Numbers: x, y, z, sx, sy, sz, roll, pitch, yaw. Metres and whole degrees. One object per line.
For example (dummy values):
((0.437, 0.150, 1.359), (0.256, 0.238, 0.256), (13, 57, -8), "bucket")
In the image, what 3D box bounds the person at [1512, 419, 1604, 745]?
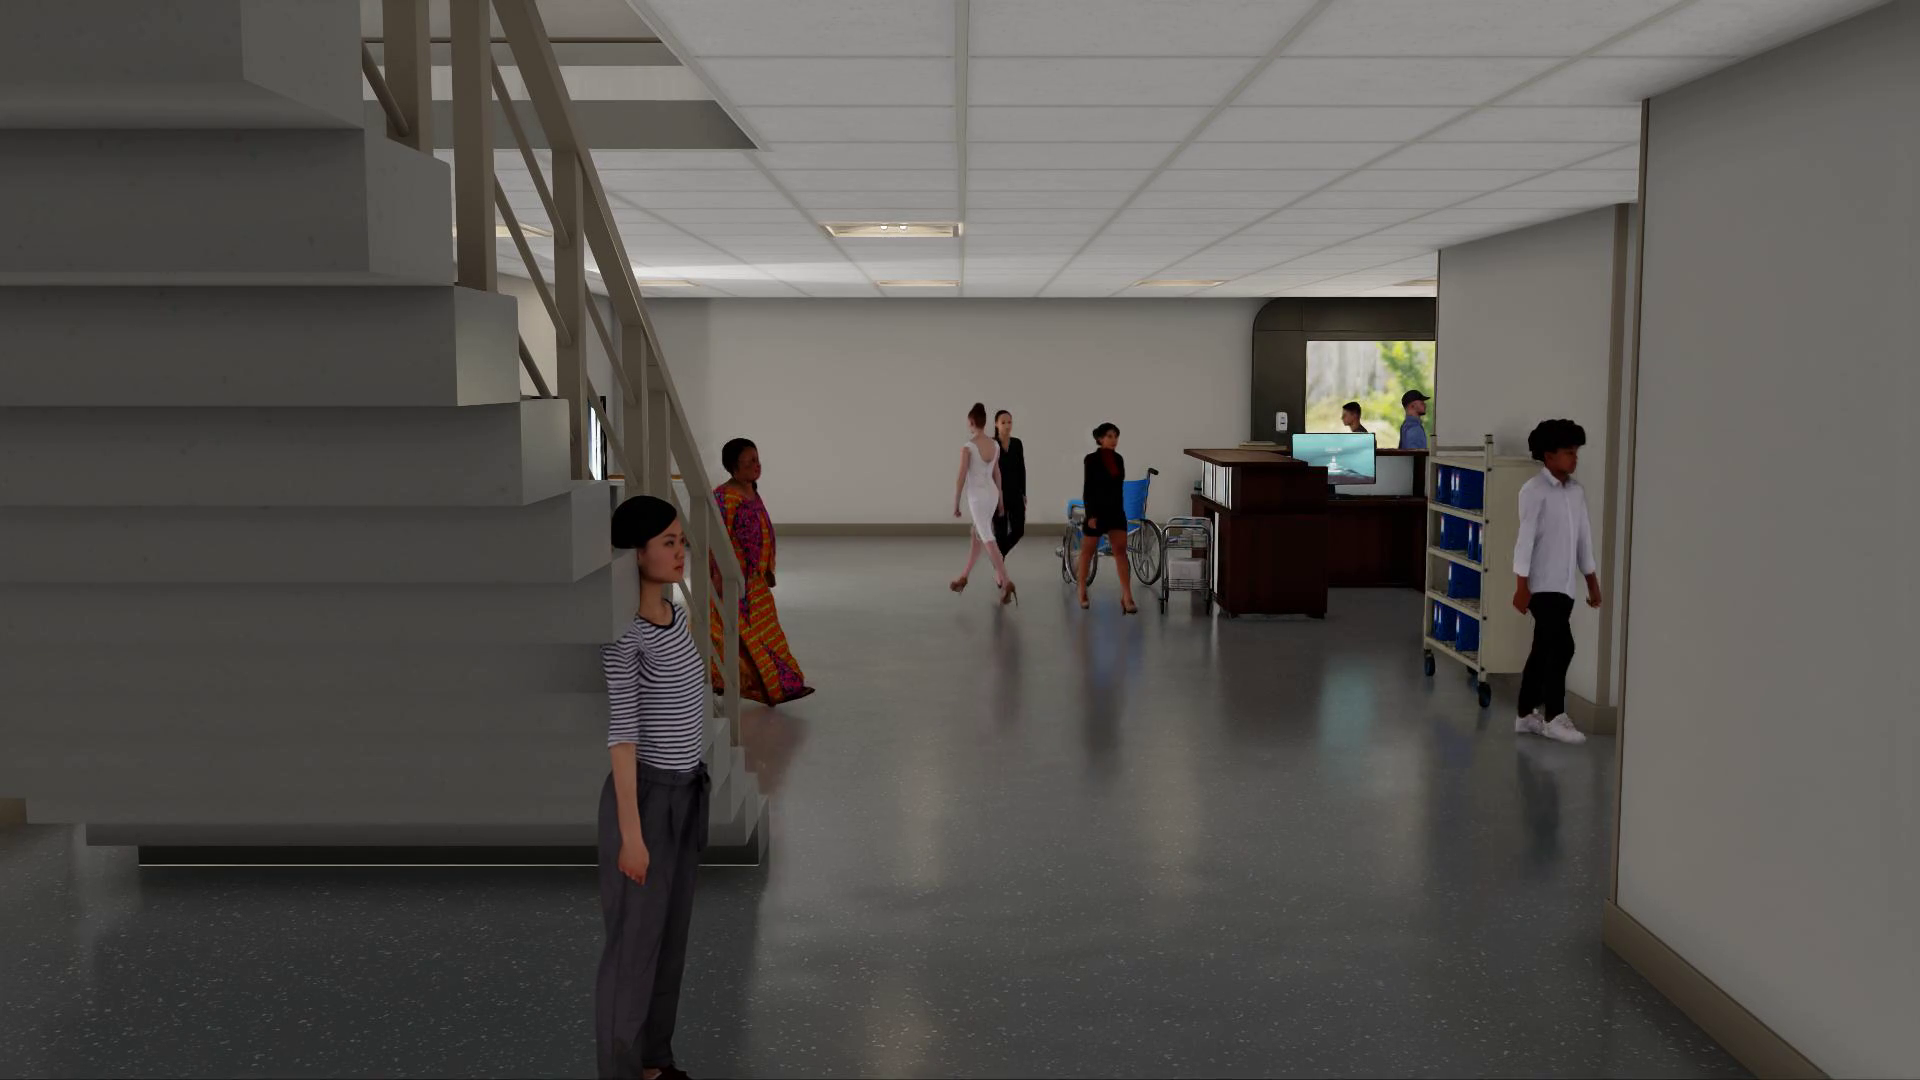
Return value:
((3.236, 0.224, 9.333), (0.847, 1.791, 0.919), (-4, 7, -36), "person")

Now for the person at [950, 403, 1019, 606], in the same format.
((0.247, -0.257, 14.401), (1.035, 1.734, 1.183), (-4, 7, -36), "person")

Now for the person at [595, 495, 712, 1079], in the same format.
((-0.854, 0.738, 4.512), (0.694, 1.733, 0.516), (1, 6, 11), "person")

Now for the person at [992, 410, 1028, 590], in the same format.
((0.401, -0.383, 15.825), (0.736, 1.699, 0.828), (-2, 6, -22), "person")

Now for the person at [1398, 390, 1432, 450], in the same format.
((4.563, -0.571, 16.752), (0.738, 1.888, 0.532), (1, 6, 7), "person")

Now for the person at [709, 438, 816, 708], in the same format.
((-1.420, 0.189, 10.282), (0.858, 1.672, 1.134), (1, 6, 12), "person")

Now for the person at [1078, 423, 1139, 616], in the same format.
((1.163, -0.149, 14.046), (0.813, 1.590, 1.104), (-2, 6, -21), "person")
